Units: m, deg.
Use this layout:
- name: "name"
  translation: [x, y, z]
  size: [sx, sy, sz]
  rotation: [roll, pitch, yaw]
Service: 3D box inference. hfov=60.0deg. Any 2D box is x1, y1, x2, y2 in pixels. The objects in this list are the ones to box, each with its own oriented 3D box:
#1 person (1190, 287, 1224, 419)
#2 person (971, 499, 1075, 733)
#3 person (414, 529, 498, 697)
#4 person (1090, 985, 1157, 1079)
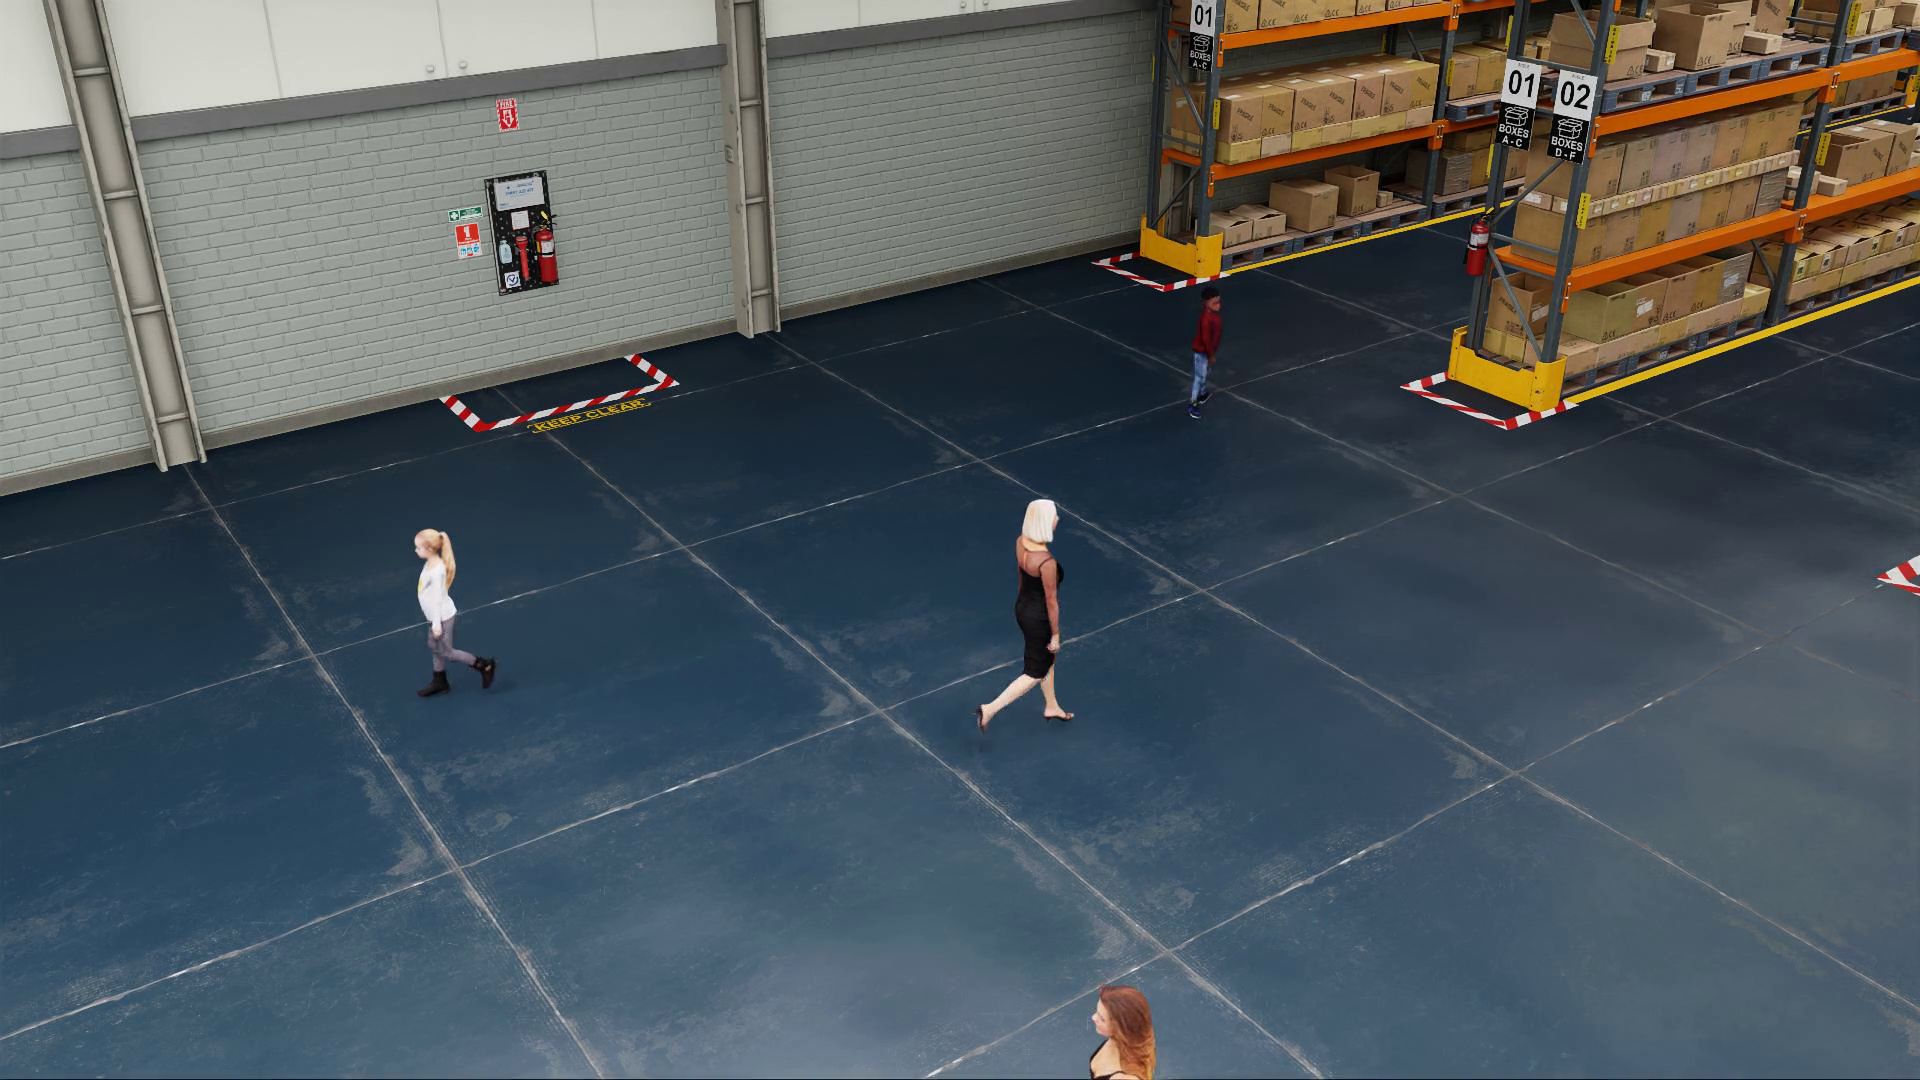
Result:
- name: "person"
  translation: [2.358, -1.867, 16.065]
  size: [0.861, 1.241, 0.719]
  rotation: [3, 27, 5]
- name: "person"
  translation: [0.434, 0.550, 10.845]
  size: [1.057, 1.723, 0.741]
  rotation: [-11, 29, -21]
- name: "person"
  translation: [-3.514, 0.508, 11.423]
  size: [0.813, 1.268, 0.575]
  rotation: [-11, 29, -21]
- name: "person"
  translation: [0.742, 2.537, 7.014]
  size: [1.035, 1.698, 0.959]
  rotation: [3, 27, 6]
